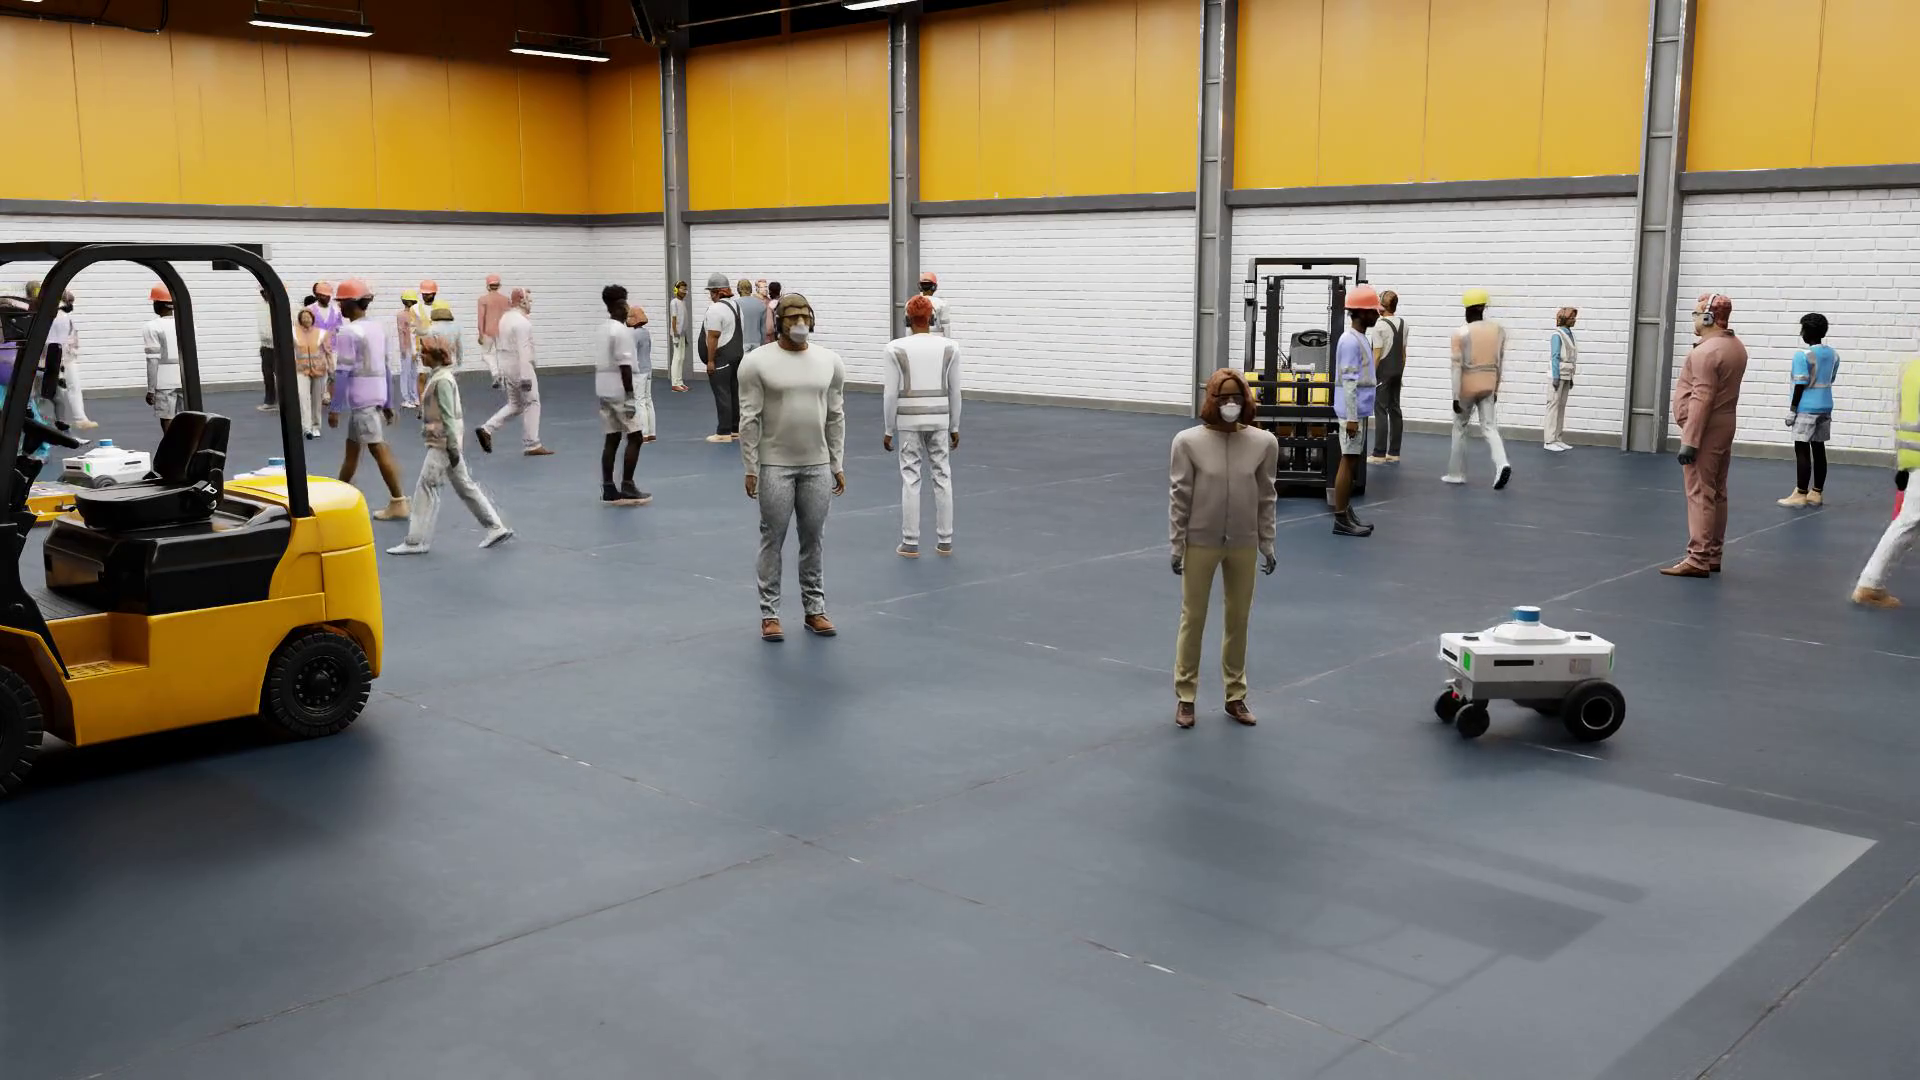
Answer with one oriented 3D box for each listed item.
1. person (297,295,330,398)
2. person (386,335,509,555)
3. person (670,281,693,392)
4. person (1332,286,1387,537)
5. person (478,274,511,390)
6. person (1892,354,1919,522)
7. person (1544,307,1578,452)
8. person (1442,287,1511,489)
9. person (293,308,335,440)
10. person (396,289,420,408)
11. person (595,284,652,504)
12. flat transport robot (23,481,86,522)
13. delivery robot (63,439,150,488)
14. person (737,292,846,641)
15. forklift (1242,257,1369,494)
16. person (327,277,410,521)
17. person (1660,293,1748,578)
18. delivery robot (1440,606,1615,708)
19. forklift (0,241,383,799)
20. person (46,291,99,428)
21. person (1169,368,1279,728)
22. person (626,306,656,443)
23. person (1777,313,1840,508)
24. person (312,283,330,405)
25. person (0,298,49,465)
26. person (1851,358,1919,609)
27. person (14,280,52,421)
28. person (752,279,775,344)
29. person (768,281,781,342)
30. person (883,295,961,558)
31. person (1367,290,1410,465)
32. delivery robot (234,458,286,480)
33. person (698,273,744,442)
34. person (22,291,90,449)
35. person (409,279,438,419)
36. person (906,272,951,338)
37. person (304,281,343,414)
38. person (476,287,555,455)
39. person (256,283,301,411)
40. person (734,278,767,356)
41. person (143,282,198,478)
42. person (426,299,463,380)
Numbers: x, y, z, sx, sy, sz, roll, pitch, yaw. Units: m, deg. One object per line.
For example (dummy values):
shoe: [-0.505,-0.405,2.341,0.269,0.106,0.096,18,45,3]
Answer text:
person: [-10.319,-3.064,26.469,0.841,1.662,0.534,3,10,18]
person: [-3.748,-0.702,12.159,0.858,1.600,0.525,-3,10,-20]
person: [-4.735,-3.449,28.206,0.335,1.864,0.521,2,9,12]
person: [3.107,-1.000,12.964,0.366,1.934,0.553,3,10,20]
person: [-7.913,-3.529,28.311,0.643,1.981,0.465,-8,12,-41]
person: [7.088,-0.779,12.119,0.527,1.772,0.305,2,9,11]
person: [6.870,-1.837,18.997,0.314,1.641,0.515,8,12,40]
person: [4.906,-1.437,15.745,0.587,1.902,0.856,-2,9,-12]
person: [-7.905,-2.023,20.260,0.538,1.585,0.851,-4,10,-24]
person: [-8.200,-2.856,24.863,0.309,1.769,0.524,2,10,13]
person: [-3.022,-1.278,14.673,0.451,1.936,0.650,-7,12,-38]
flat transport robot: [-7.750,-0.332,13.957,1.431,0.197,0.652,8,12,41]
delivery robot: [-7.557,-0.649,14.748,0.477,0.478,0.707,4,10,22]
person: [-0.927,-0.409,9.334,0.631,1.940,0.372,-4,10,-25]
forklift: [3.309,-1.629,16.029,1.214,2.155,2.313,2,9,11]
person: [-5.000,-1.141,13.643,1.011,1.991,0.634,1,9,7]
person: [5.012,-0.701,11.220,0.408,1.908,0.641,8,12,41]
delivery robot: [2.530,0.540,7.445,0.707,0.478,0.477,0,10,-4]
forklift: [-3.706,-0.171,7.093,1.214,2.155,2.313,9,13,43]
person: [-11.688,-2.305,21.424,0.657,1.809,0.876,8,12,40]
person: [1.192,0.036,7.535,0.501,1.633,0.283,-1,9,-6]
person: [-3.824,-1.967,19.848,0.283,1.626,0.502,2,9,12]
person: [7.385,-1.124,14.457,0.533,1.697,0.318,-6,11,-31]
person: [-9.687,-2.986,25.336,0.328,1.875,0.513,-2,9,-11]
person: [-9.782,-1.609,17.148,0.583,1.789,1.028,1,9,4]
person: [5.930,-0.460,10.091,0.958,1.800,0.620,2,9,11]
person: [-12.648,-2.572,22.654,0.481,1.918,0.659,0,9,3]
person: [-3.209,-3.289,27.088,0.410,1.909,0.643,8,12,39]
person: [-2.898,-3.305,27.292,0.892,1.886,0.590,6,11,31]
person: [-0.273,-0.811,11.958,0.575,1.886,0.361,-2,10,-14]
person: [4.512,-1.716,17.632,0.506,1.846,0.346,-6,11,-34]
delivery robot: [-5.468,-0.415,13.316,0.707,0.478,0.477,5,11,30]
person: [-2.887,-2.205,20.033,0.537,2.000,0.690,3,10,17]
person: [-10.390,-1.947,19.001,0.770,1.863,0.670,-4,10,-23]
person: [-7.309,-2.635,22.998,0.545,1.933,0.376,-3,10,-19]
person: [-0.422,-2.564,22.260,0.605,2.034,0.389,1,9,5]
person: [-9.112,-2.744,23.755,0.566,1.911,0.730,-7,11,-36]
person: [-4.936,-1.851,18.379,0.747,1.879,0.644,-6,11,-33]
person: [-9.979,-2.872,24.354,0.647,1.969,0.690,6,11,33]
person: [-3.091,-2.819,24.128,0.628,1.935,0.373,-7,12,-36]
person: [-7.630,-1.512,16.085,0.348,1.942,0.548,5,10,28]
person: [-6.386,-2.114,20.483,0.589,1.700,0.553,5,11,30]
